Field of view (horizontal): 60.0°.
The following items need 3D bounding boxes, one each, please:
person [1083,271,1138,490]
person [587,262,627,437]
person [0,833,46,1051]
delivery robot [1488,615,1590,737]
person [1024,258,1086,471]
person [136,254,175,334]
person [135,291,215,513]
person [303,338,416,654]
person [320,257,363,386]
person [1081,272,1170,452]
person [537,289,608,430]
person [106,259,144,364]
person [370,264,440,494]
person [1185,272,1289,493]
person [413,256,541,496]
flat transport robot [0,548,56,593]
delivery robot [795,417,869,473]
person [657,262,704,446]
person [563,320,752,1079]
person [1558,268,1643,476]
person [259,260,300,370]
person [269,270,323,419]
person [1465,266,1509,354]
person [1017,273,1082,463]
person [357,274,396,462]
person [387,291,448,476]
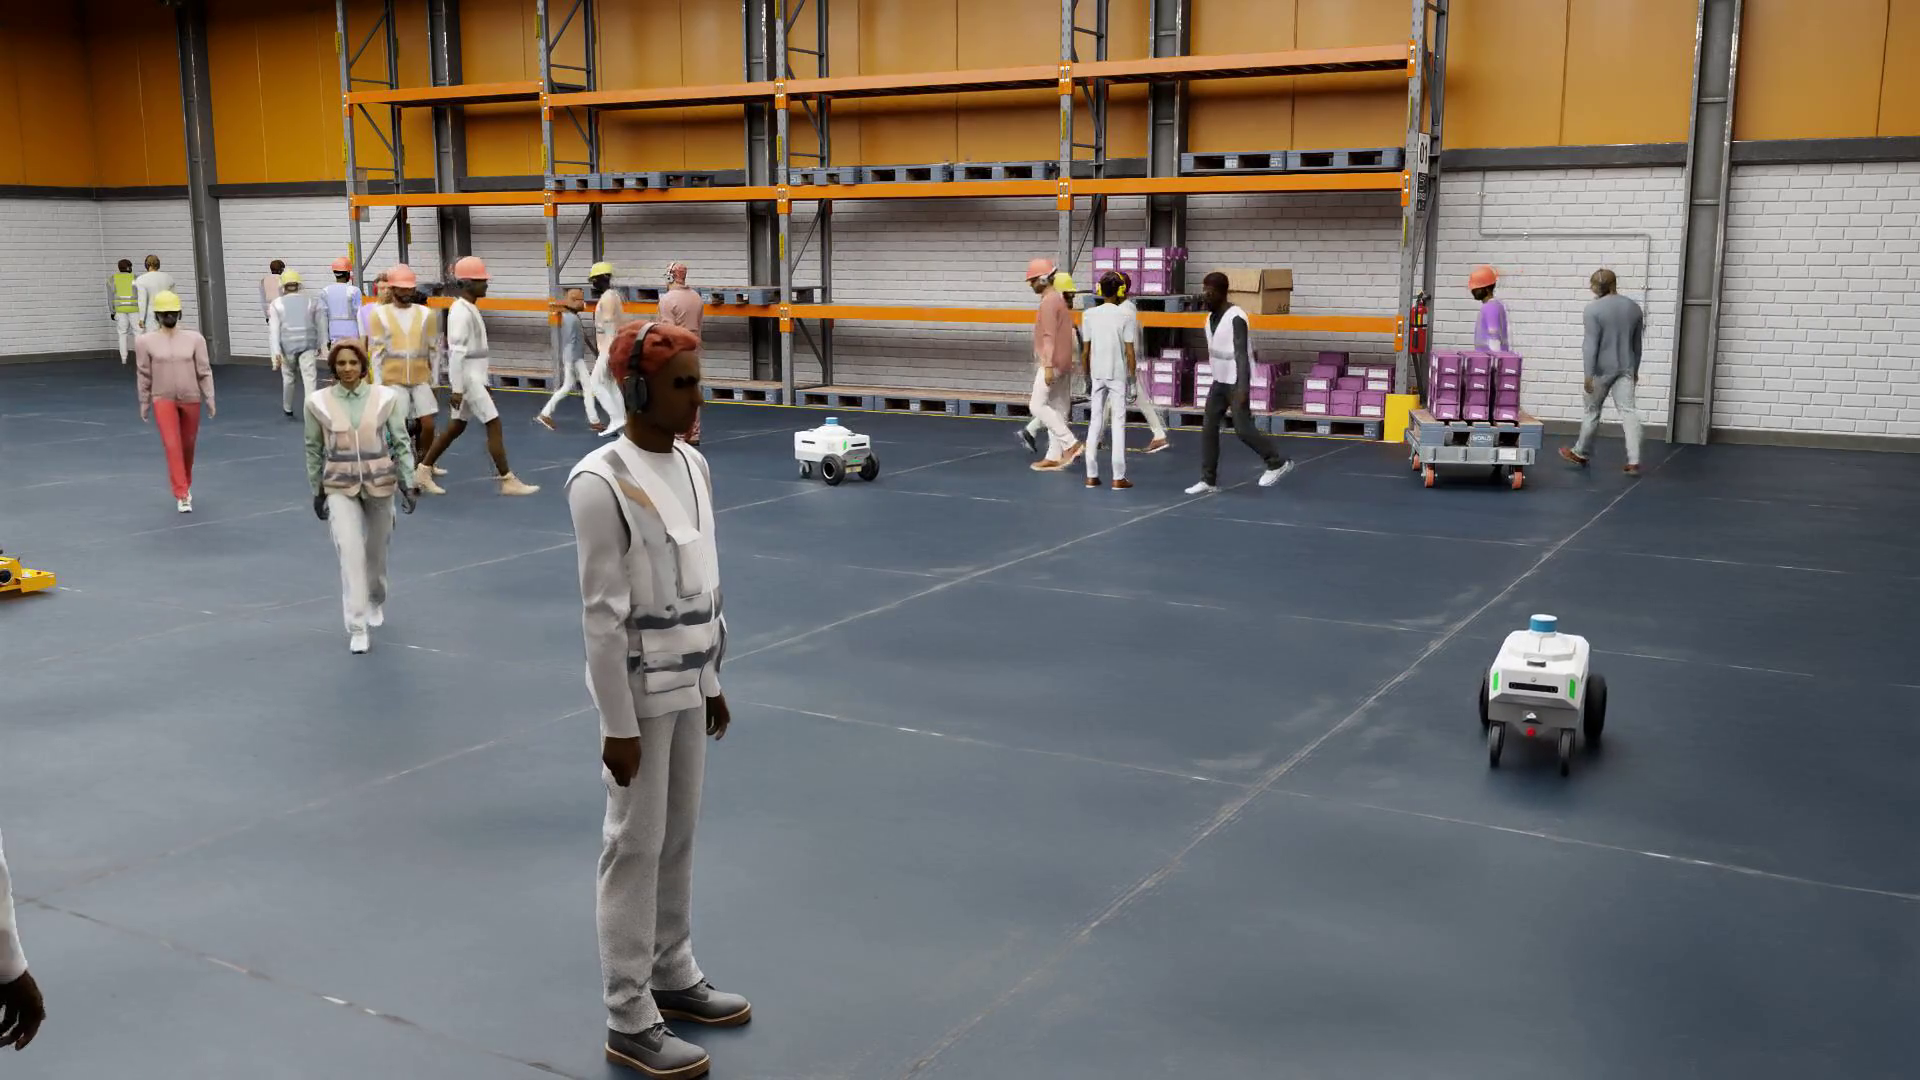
[{"bbox_3d":[1.286,-1.361,14.218,0.510,1.860,0.316,6,11,29],"label":"person"},{"bbox_3d":[-3.828,-2.058,18.053,0.437,1.892,0.608,-1,10,-8],"label":"person"},{"bbox_3d":[-1.756,0.705,2.518,0.777,1.864,0.574,2,10,10],"label":"person"},{"bbox_3d":[2.380,0.550,6.818,0.477,0.478,0.707,4,11,23],"label":"delivery robot"},{"bbox_3d":[0.828,-1.601,15.280,0.536,1.962,0.645,3,10,14],"label":"person"},{"bbox_3d":[-12.616,-3.504,26.125,0.372,1.940,0.631,6,11,29],"label":"person"},{"bbox_3d":[-6.220,-1.116,13.206,0.532,1.724,0.884,-7,12,-34],"label":"person"},{"bbox_3d":[-3.155,-0.267,8.772,0.525,1.603,0.840,-4,11,-23],"label":"person"},{"bbox_3d":[-7.579,-2.516,20.529,0.543,1.939,0.359,1,10,7],"label":"person"},{"bbox_3d":[1.662,-1.770,16.681,0.991,1.822,0.526,3,11,18],"label":"person"},{"bbox_3d":[-4.384,-2.026,18.727,0.806,1.604,0.509,-2,10,-13],"label":"person"},{"bbox_3d":[-14.712,-4.037,29.427,0.625,1.840,0.430,-2,10,-14],"label":"person"},{"bbox_3d":[-4.622,-1.339,13.897,0.554,1.920,0.416,-5,11,-27],"label":"person"},{"bbox_3d":[2.354,-1.323,13.998,0.899,1.871,0.600,-4,11,-23],"label":"person"},{"bbox_3d":[-4.084,-1.331,13.690,1.068,1.997,0.620,-2,10,-11],"label":"person"},{"bbox_3d":[-6.062,0.262,9.518,0.652,0.197,1.431,6,12,29],"label":"flat transport robot"},{"bbox_3d":[-1.135,-0.839,14.683,0.707,0.478,0.477,9,14,42],"label":"delivery robot"},{"bbox_3d":[-2.900,-1.890,17.076,0.409,1.907,0.651,5,11,24],"label":"person"},{"bbox_3d":[-0.757,0.394,4.213,0.355,1.883,0.576,3,10,15],"label":"person"},{"bbox_3d":[5.940,-1.536,15.217,0.710,1.861,1.044,-2,10,-12],"label":"person"},{"bbox_3d":[-11.326,-3.741,27.745,0.624,1.844,0.429,2,10,13],"label":"person"},{"bbox_3d":[-7.844,-2.286,19.668,0.605,1.774,0.956,-6,12,-30],"label":"person"},{"bbox_3d":[5.000,-1.683,15.997,1.018,1.862,0.589,5,11,26],"label":"person"},{"bbox_3d":[0.874,-1.640,15.913,0.542,1.821,0.594,1,10,3],"label":"person"},{"bbox_3d":[-5.449,-1.639,15.951,0.568,1.798,0.953,-4,11,-21],"label":"person"},{"bbox_3d":[-4.912,-1.371,14.787,0.551,1.680,0.537,-4,11,-20],"label":"person"}]
